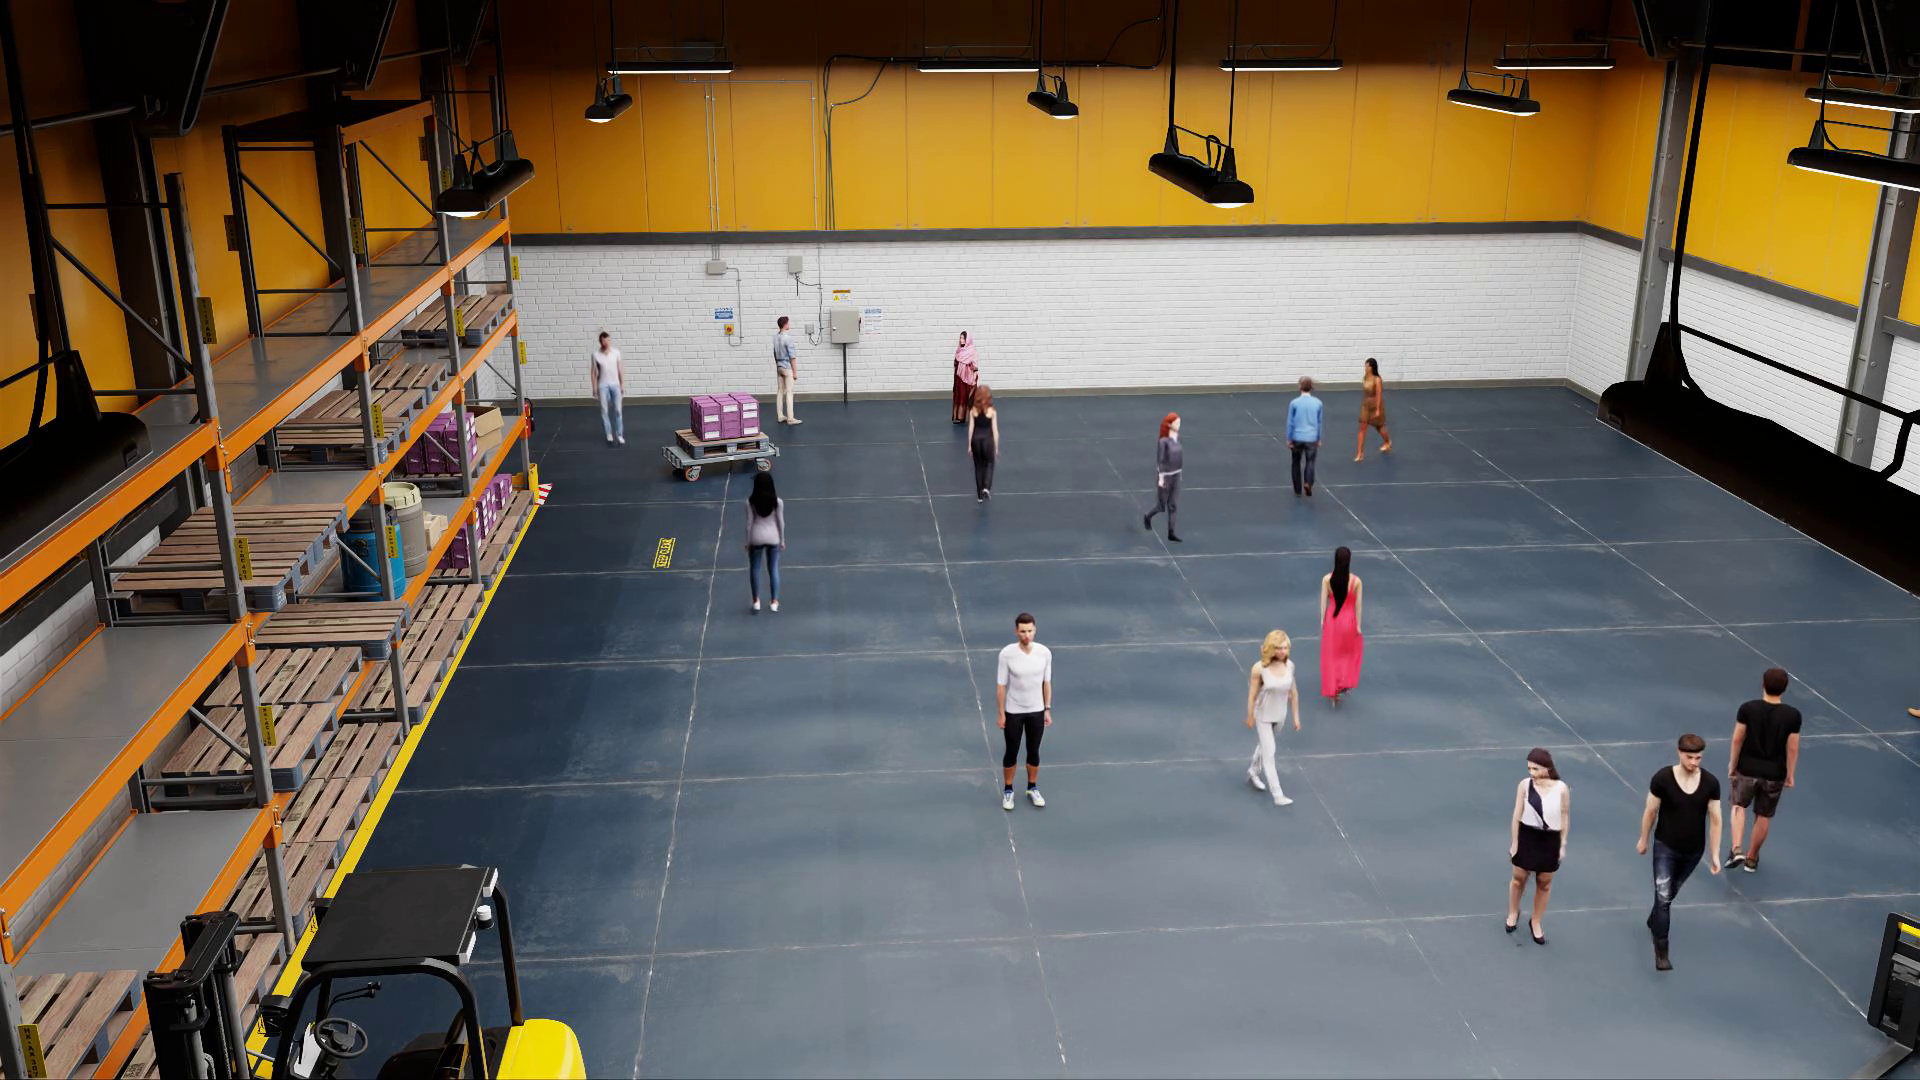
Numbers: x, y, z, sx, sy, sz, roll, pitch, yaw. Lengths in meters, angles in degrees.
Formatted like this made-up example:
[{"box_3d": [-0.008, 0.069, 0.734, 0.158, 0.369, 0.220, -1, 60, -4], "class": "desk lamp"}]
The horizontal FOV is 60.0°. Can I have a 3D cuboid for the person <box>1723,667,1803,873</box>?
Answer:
[{"box_3d": [6.685, 1.969, 13.899, 0.907, 1.847, 1.008, 9, 21, 25], "class": "person"}]

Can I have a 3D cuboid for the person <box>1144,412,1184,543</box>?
[{"box_3d": [2.759, -0.853, 22.399, 0.881, 1.769, 0.979, -16, 24, -39], "class": "person"}]

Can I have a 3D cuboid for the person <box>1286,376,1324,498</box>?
[{"box_3d": [5.023, -1.475, 24.190, 0.772, 1.805, 0.910, 2, 19, 6], "class": "person"}]

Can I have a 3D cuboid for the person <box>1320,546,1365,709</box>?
[{"box_3d": [3.918, 0.928, 17.210, 0.782, 1.706, 0.886, 7, 20, 21], "class": "person"}]

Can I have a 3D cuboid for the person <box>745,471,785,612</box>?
[{"box_3d": [-2.350, 0.030, 19.836, 0.652, 1.731, 0.594, -3, 19, -8], "class": "person"}]

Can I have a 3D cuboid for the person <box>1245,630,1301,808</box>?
[{"box_3d": [2.830, 1.587, 15.372, 0.808, 1.630, 1.102, -8, 20, -23], "class": "person"}]

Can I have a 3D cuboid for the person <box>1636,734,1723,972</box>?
[{"box_3d": [5.530, 2.328, 12.835, 0.834, 1.845, 1.256, 3, 19, 8], "class": "person"}]

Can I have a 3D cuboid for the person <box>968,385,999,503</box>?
[{"box_3d": [0.321, -1.349, 23.927, 0.652, 1.734, 0.860, 1, 19, 3], "class": "person"}]

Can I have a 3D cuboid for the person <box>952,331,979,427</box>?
[{"box_3d": [0.098, -2.753, 28.245, 0.760, 1.639, 0.807, 13, 23, 34], "class": "person"}]

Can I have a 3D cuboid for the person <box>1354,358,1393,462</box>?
[{"box_3d": [6.531, -2.034, 26.115, 0.996, 1.636, 1.078, -13, 22, -33], "class": "person"}]

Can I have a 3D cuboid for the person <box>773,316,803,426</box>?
[{"box_3d": [-2.983, -2.904, 28.366, 0.788, 1.848, 0.708, -18, 25, -42], "class": "person"}]

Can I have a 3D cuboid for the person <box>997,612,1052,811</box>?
[{"box_3d": [0.582, 1.537, 15.174, 0.687, 1.852, 0.598, -4, 19, -11], "class": "person"}]

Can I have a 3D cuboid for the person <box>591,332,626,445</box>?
[{"box_3d": [-5.773, -2.505, 27.209, 0.830, 1.830, 0.975, -7, 20, -19], "class": "person"}]

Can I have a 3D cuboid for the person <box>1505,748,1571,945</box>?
[{"box_3d": [4.536, 2.388, 12.978, 0.648, 1.639, 0.660, 0, 19, 1], "class": "person"}]
